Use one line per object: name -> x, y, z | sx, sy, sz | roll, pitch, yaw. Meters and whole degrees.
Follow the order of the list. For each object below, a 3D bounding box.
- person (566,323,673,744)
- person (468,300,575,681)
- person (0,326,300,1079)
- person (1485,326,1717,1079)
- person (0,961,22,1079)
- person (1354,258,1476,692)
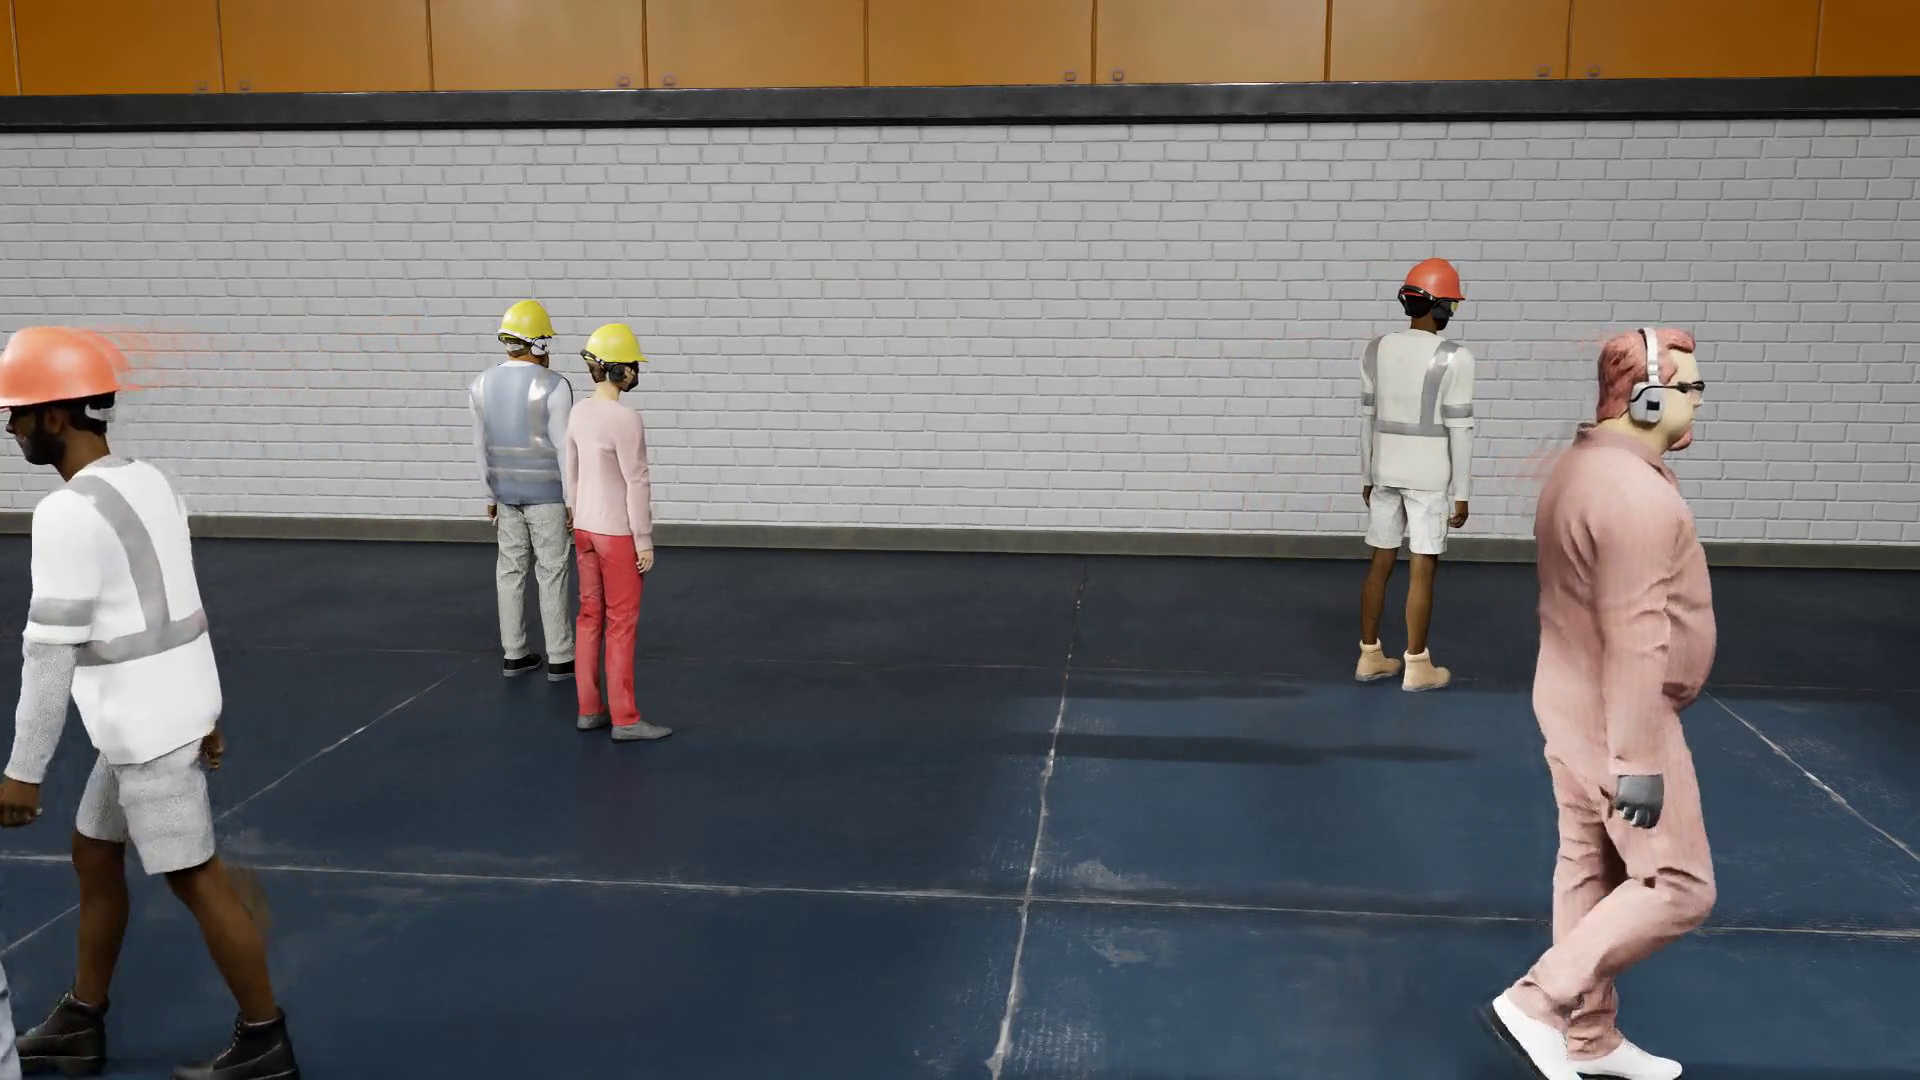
person -> -1.461, -0.029, 7.065 | 0.330, 1.767, 0.528 | -9, 13, -42
person -> -2.057, -0.233, 8.040 | 0.588, 1.834, 0.403 | 4, 11, 23
person -> -2.071, 0.446, 3.986 | 0.899, 1.887, 0.551 | -2, 10, -11
person -> 1.594, 0.438, 4.005 | 0.426, 1.895, 0.667 | 1, 10, 7
person -> -1.508, 0.913, 2.128 | 0.510, 1.610, 0.647 | -1, 10, -4
person -> 2.157, -0.297, 7.851 | 0.396, 2.039, 0.607 | -8, 13, -39
